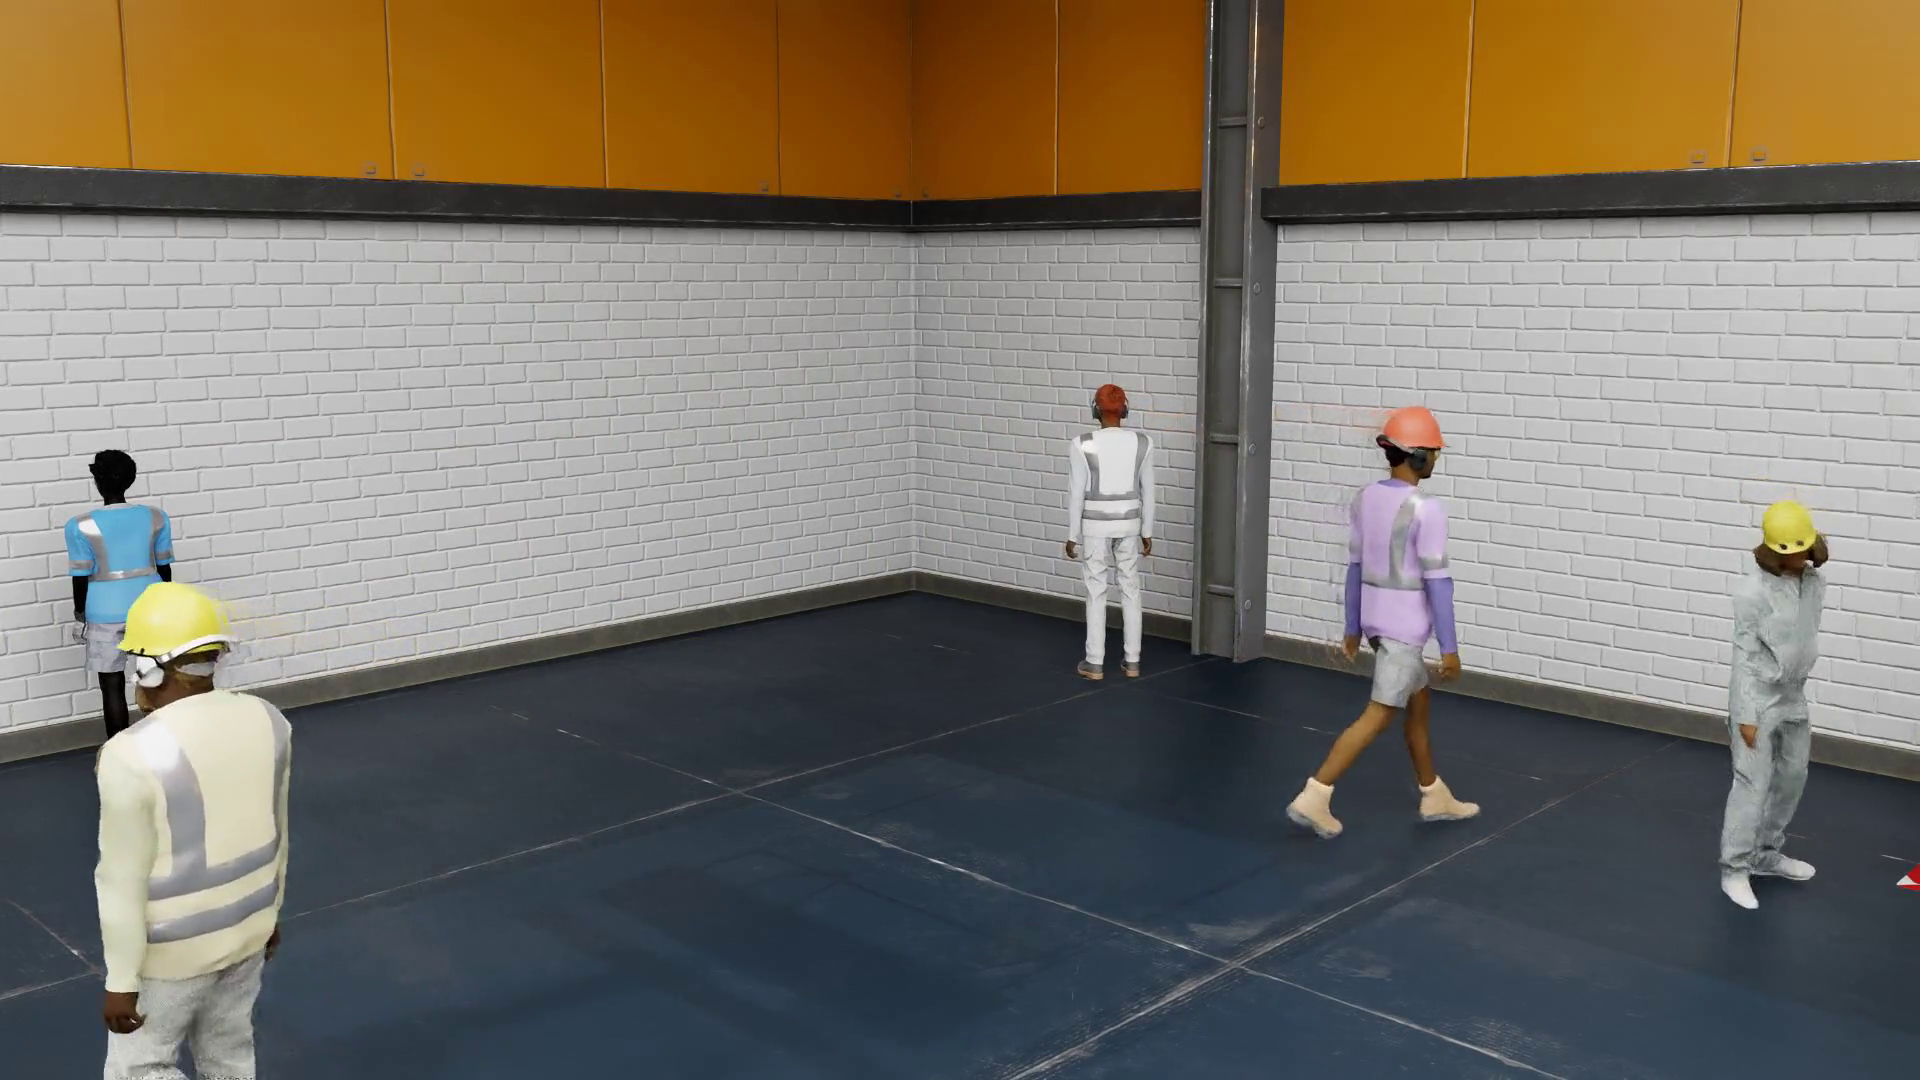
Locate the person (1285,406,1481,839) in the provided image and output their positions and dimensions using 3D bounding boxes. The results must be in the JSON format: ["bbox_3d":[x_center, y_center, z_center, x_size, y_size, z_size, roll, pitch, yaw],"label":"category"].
[{"bbox_3d":[1.967,0.384,7.629,1.046,2.007,0.620,-3,10,-16],"label":"person"}]

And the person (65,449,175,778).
[{"bbox_3d":[-4.283,0.381,8.526,0.318,1.697,0.536,7,12,38],"label":"person"}]

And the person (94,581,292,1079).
[{"bbox_3d":[-1.970,1.008,4.324,0.438,1.814,0.610,3,10,19],"label":"person"}]

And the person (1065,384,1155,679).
[{"bbox_3d":[0.958,-0.052,10.606,0.585,1.882,0.337,-2,10,-13],"label":"person"}]

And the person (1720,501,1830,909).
[{"bbox_3d":[3.330,0.663,6.789,0.598,1.701,0.442,-5,10,-27],"label":"person"}]
